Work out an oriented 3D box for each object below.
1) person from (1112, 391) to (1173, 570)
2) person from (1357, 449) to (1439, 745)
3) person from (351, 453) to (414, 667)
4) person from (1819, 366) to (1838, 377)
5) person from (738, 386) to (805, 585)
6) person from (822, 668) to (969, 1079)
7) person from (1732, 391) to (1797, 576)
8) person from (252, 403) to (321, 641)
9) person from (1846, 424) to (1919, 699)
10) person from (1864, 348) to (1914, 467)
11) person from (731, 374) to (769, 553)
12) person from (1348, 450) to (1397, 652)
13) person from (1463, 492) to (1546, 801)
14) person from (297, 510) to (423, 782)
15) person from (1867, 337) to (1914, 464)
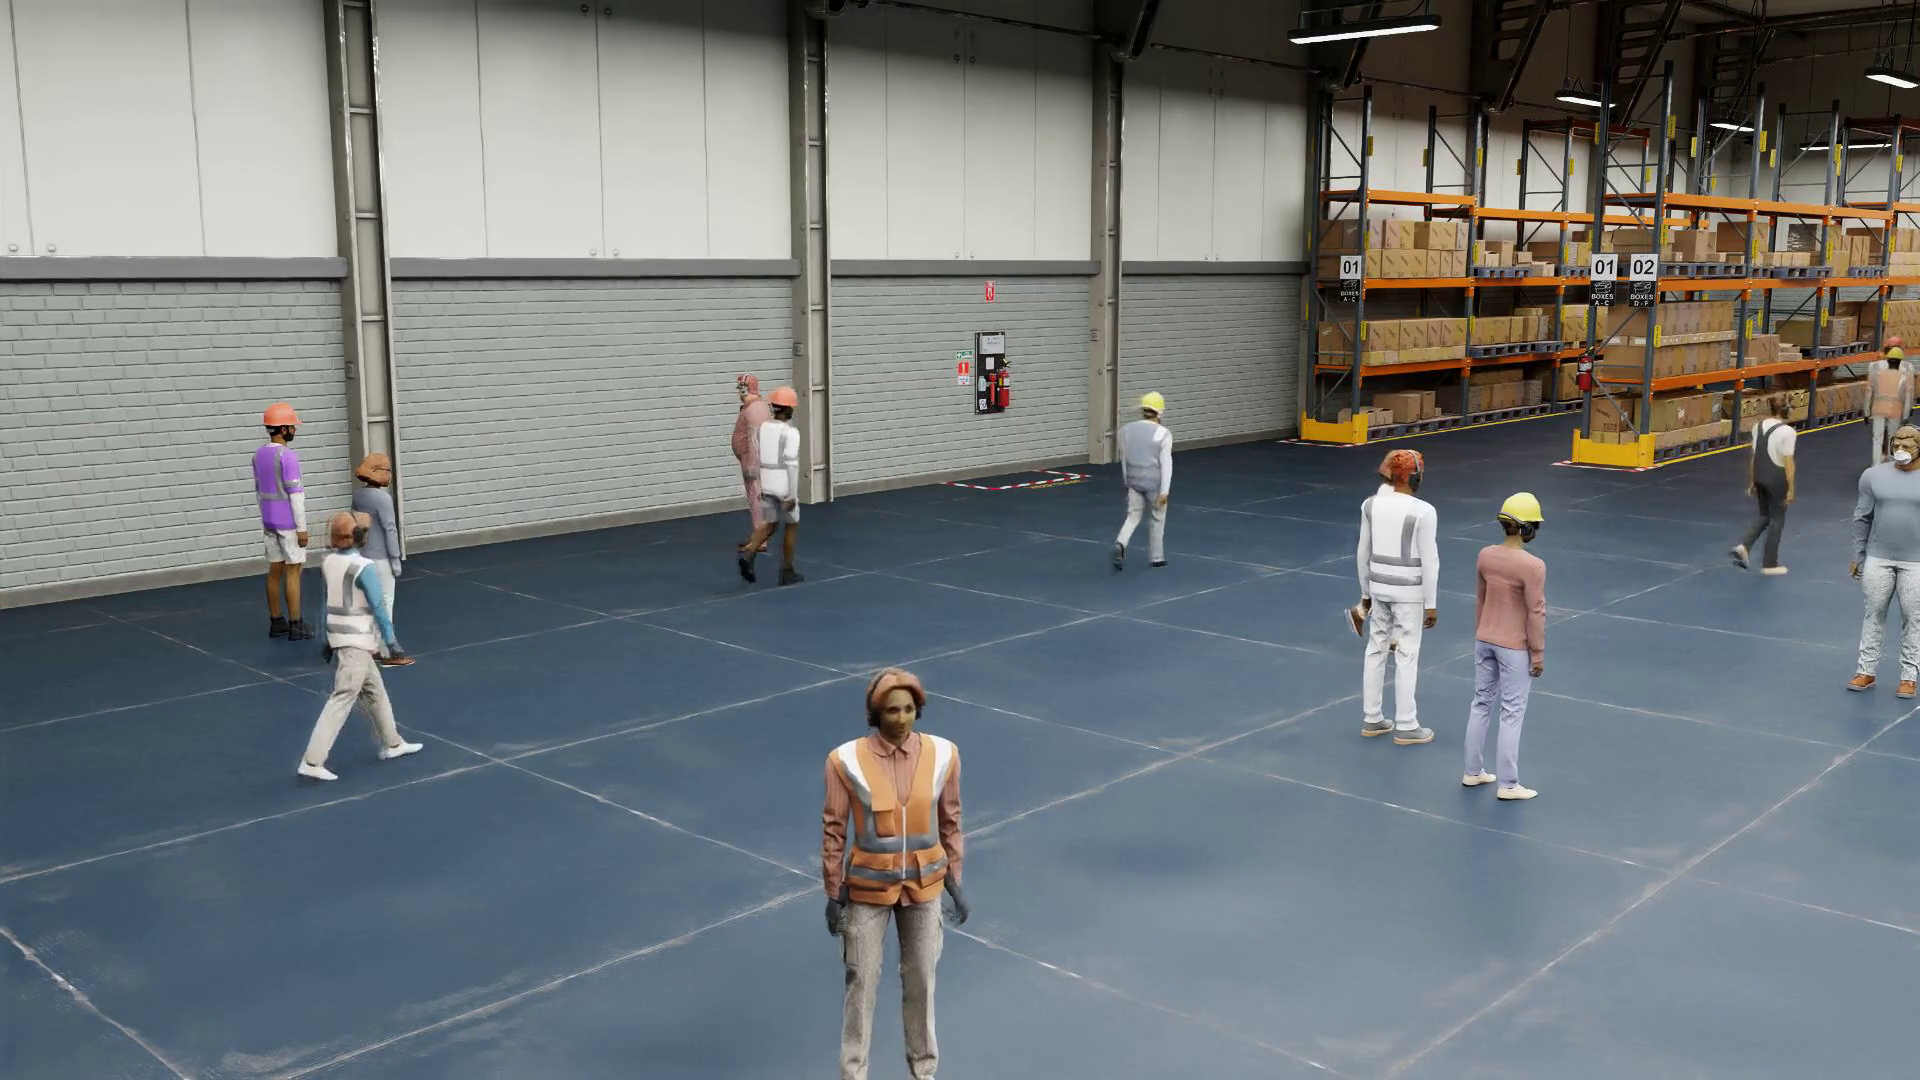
[{"bbox_3d":[1.830,-0.568,16.522,0.605,1.813,0.723,7,12,37],"label":"person"},{"bbox_3d":[2.803,0.359,10.641,0.346,1.882,0.578,-7,12,-36],"label":"person"},{"bbox_3d":[-4.426,0.150,12.675,0.499,1.633,0.279,8,12,39],"label":"person"},{"bbox_3d":[19.339,-3.987,37.077,0.594,1.896,0.907,9,13,44],"label":"person"},{"bbox_3d":[-1.768,-0.493,15.739,0.553,1.915,0.659,7,11,35],"label":"person"},{"bbox_3d":[-0.229,1.259,5.922,0.533,1.636,0.316,-3,10,-18],"label":"person"},{"bbox_3d":[7.934,-0.544,16.310,0.482,1.827,0.530,-3,10,-18],"label":"person"},{"bbox_3d":[-5.496,-0.147,13.564,0.542,1.938,0.358,6,11,34],"label":"person"},{"bbox_3d":[6.646,0.146,11.772,0.635,1.937,0.354,8,13,42],"label":"person"},{"bbox_3d":[13.391,-1.828,23.996,0.606,1.874,0.986,6,11,34],"label":"person"},{"bbox_3d":[-2.235,-0.816,17.752,0.401,1.904,0.641,0,9,-2],"label":"person"},{"bbox_3d":[3.369,0.082,13.120,0.546,1.617,0.517,7,11,35],"label":"person"},{"bbox_3d":[3.161,0.602,9.555,0.350,1.759,0.522,-4,10,-24],"label":"person"},{"bbox_3d":[-3.641,0.619,9.946,0.514,1.595,0.867,9,13,44],"label":"person"},{"bbox_3d":[14.029,-2.067,25.118,0.627,1.997,1.054,6,11,34],"label":"person"}]
